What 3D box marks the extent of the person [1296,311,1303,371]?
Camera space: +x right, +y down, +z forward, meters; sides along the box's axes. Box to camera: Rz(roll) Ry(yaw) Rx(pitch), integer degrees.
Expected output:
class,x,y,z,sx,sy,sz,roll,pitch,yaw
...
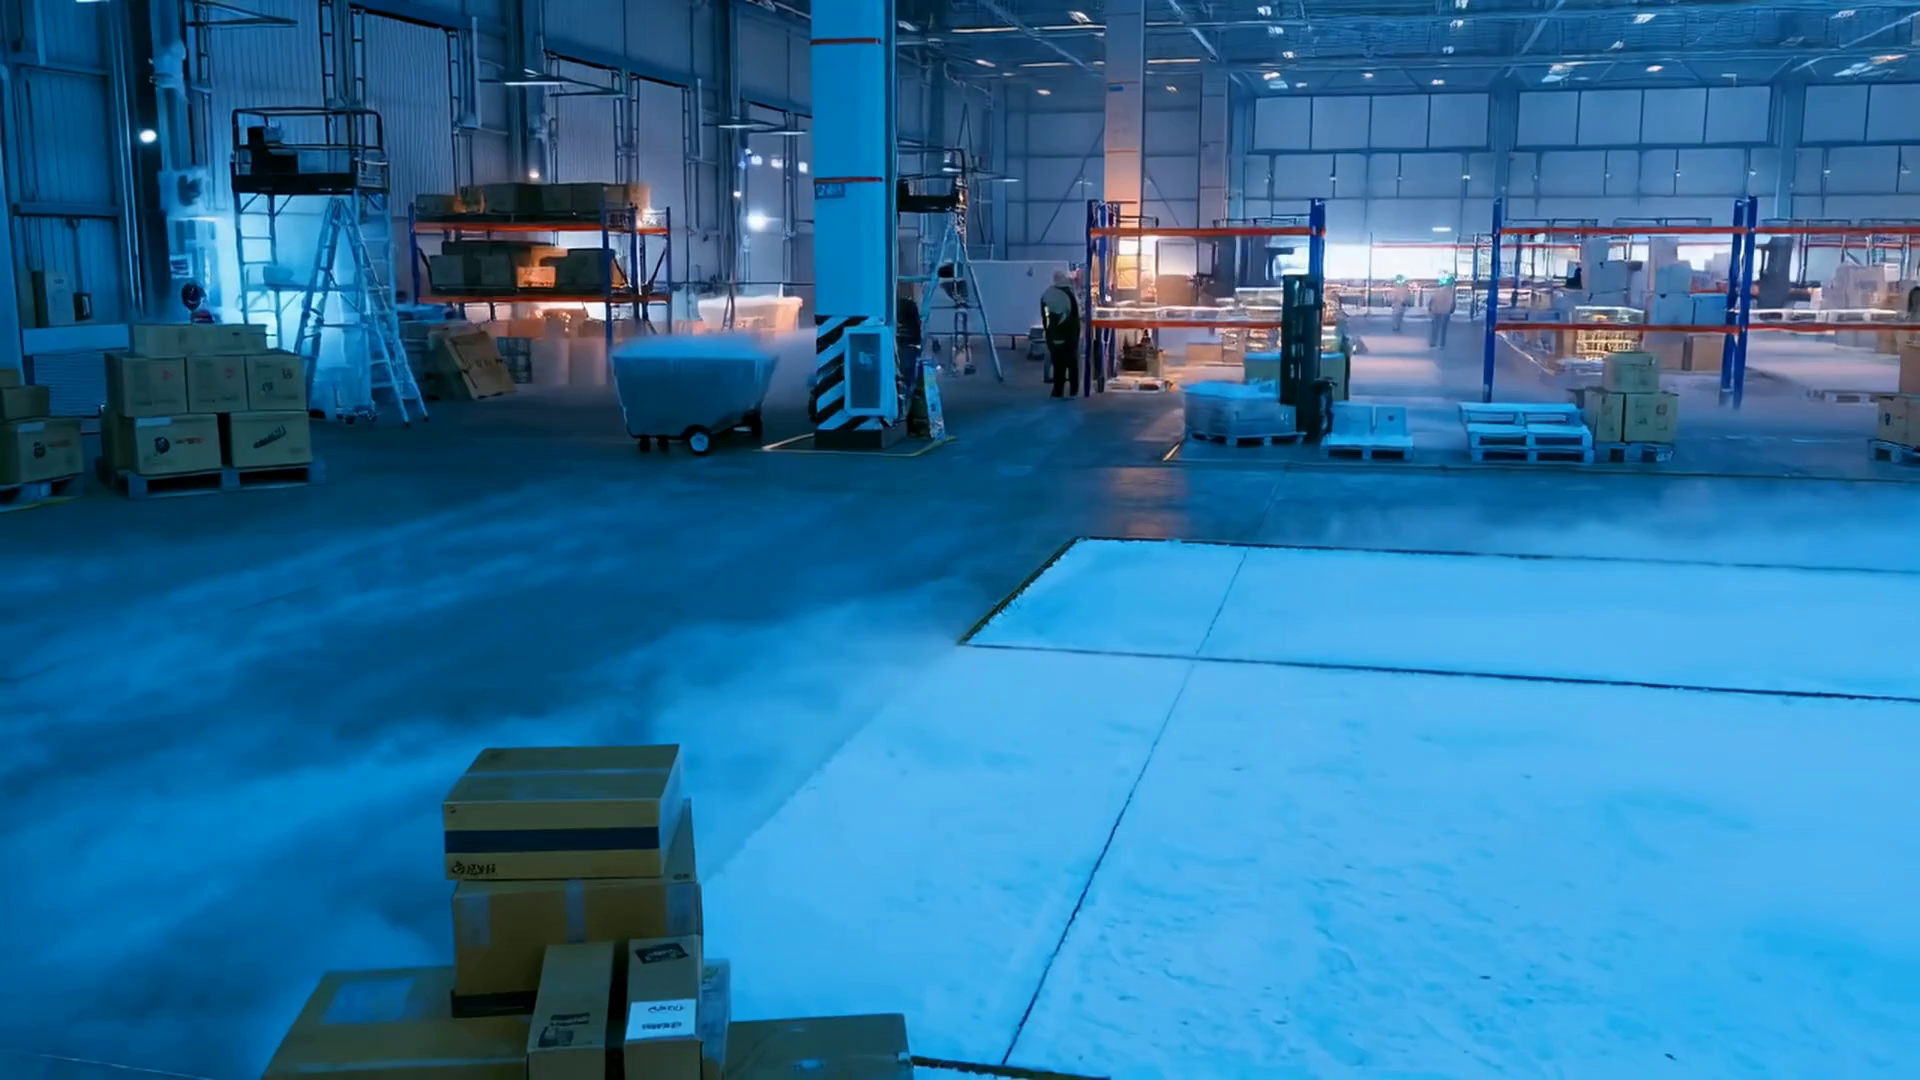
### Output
class,x,y,z,sx,sy,sz,roll,pitch,yaw
person,6.628,-4.098,31.906,0.323,1.736,0.488,6,11,31

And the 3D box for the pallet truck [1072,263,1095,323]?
class,x,y,z,sx,sy,sz,roll,pitch,yaw
pallet truck,4.325,-8.180,55.162,0.823,1.965,1.885,6,11,31

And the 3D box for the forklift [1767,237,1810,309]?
class,x,y,z,sx,sy,sz,roll,pitch,yaw
forklift,26.000,-8.220,52.801,1.873,2.768,1.129,0,10,-2

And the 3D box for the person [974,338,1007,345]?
class,x,y,z,sx,sy,sz,roll,pitch,yaw
person,0.905,-5.798,41.486,1.005,1.893,0.549,-3,10,-15

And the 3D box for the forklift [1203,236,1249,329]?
class,x,y,z,sx,sy,sz,roll,pitch,yaw
forklift,8.181,-7.859,50.677,1.873,2.768,1.129,-2,10,-12

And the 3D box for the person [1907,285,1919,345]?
class,x,y,z,sx,sy,sz,roll,pitch,yaw
person,18.826,-4.279,32.421,0.635,1.920,0.628,3,10,17

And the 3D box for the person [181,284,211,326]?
class,x,y,z,sx,sy,sz,roll,pitch,yaw
person,-8.822,-2.021,19.257,0.319,1.876,0.532,-1,10,-6

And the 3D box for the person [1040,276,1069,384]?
class,x,y,z,sx,sy,sz,roll,pitch,yaw
person,1.680,-3.647,28.682,0.629,1.932,0.366,5,11,25

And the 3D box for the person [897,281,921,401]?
class,x,y,z,sx,sy,sz,roll,pitch,yaw
person,-0.877,-2.969,24.980,0.710,1.825,0.634,-7,12,-35

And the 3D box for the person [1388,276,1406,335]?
class,x,y,z,sx,sy,sz,roll,pitch,yaw
person,12.408,-6.630,47.018,0.317,1.667,0.635,-4,11,-24

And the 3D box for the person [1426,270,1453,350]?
class,x,y,z,sx,sy,sz,roll,pitch,yaw
person,11.264,-5.373,38.963,0.605,1.885,0.623,-6,12,-34

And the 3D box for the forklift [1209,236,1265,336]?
class,x,y,z,sx,sy,sz,roll,pitch,yaw
forklift,7.727,-6.784,44.348,1.873,2.768,1.129,8,12,38

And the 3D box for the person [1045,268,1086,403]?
class,x,y,z,sx,sy,sz,roll,pitch,yaw
person,1.526,-3.082,25.016,0.679,2.000,0.537,-9,13,-41

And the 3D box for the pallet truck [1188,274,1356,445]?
class,x,y,z,sx,sy,sz,roll,pitch,yaw
pallet truck,3.653,-2.138,19.590,1.885,1.965,0.823,-4,10,-20
